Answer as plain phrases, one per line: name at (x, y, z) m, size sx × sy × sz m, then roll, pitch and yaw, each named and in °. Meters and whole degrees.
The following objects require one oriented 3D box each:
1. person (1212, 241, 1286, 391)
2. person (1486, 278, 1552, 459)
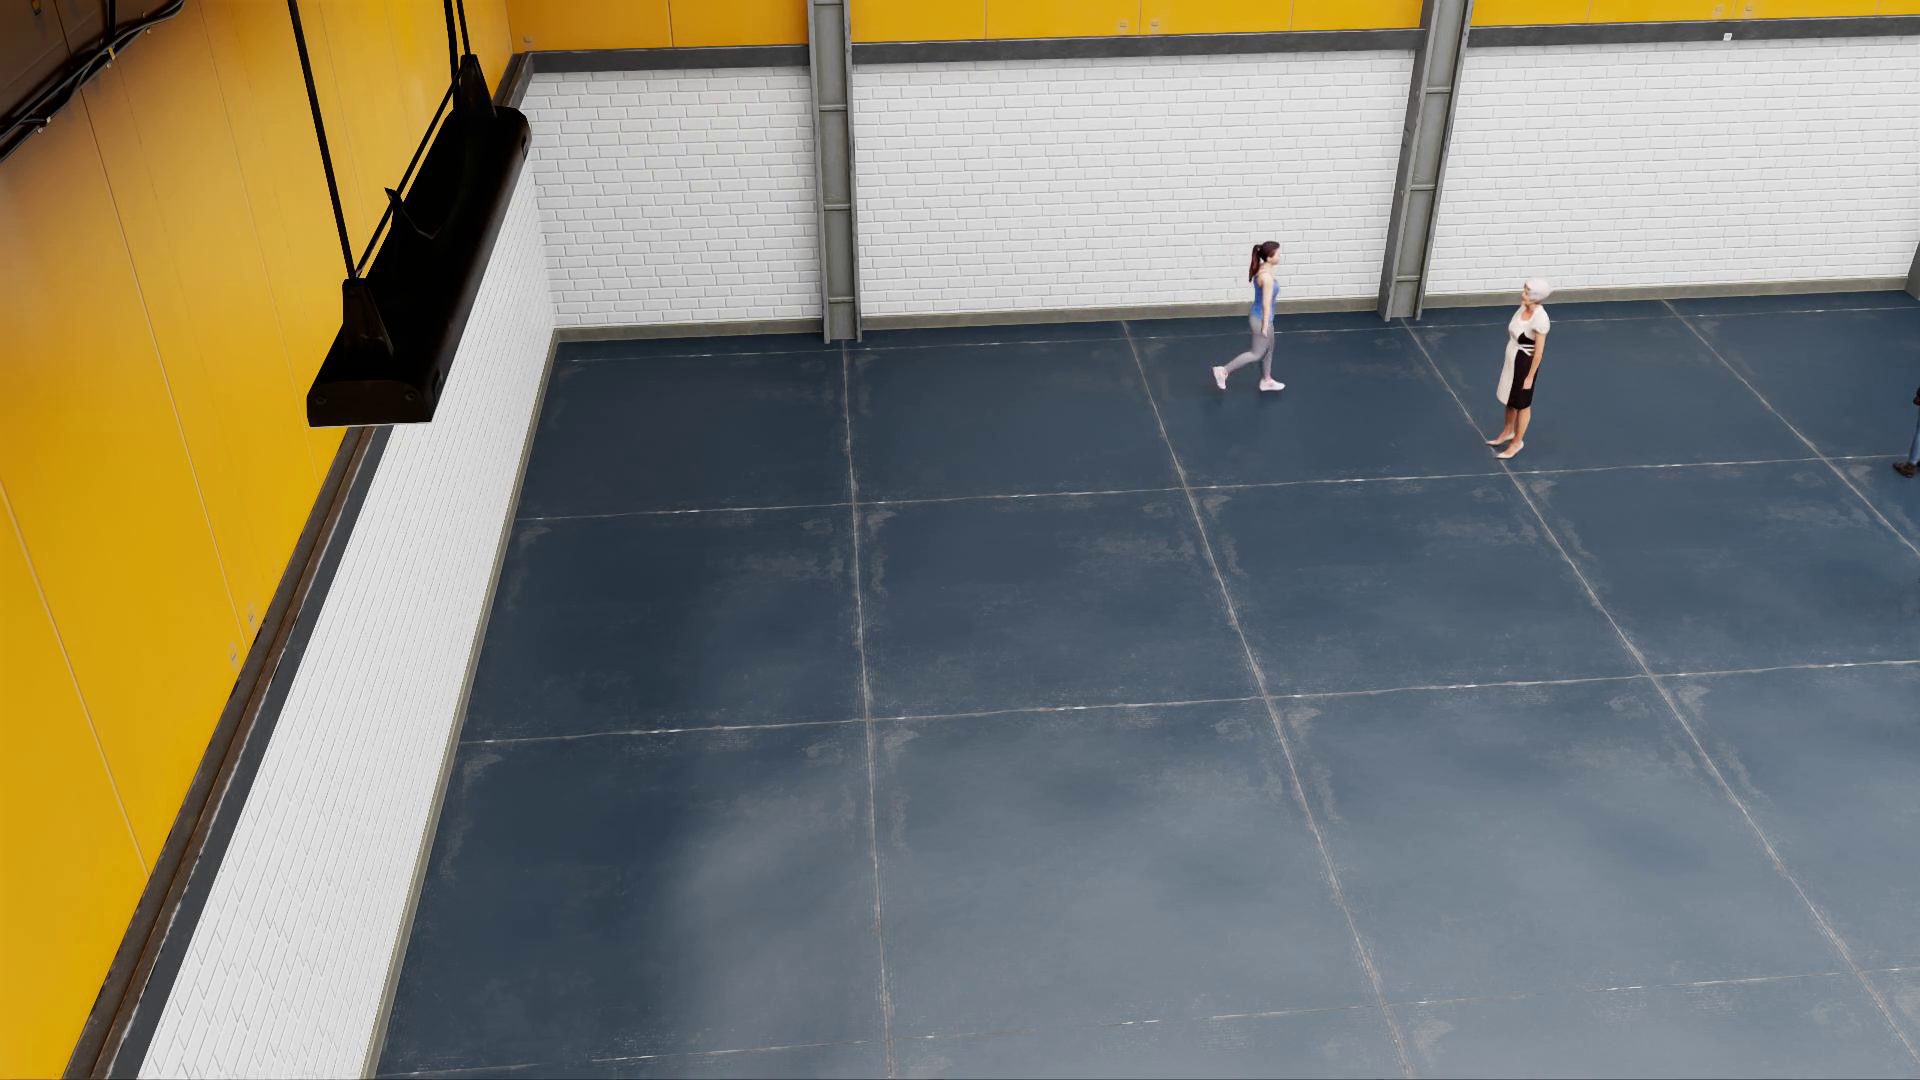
person at (2.844, -2.125, 16.060) m, size 0.985 × 1.591 × 0.617 m, roll 0°, pitch 34°, yaw 0°
person at (5.097, -1.556, 15.057) m, size 0.517 × 1.752 × 0.640 m, roll -4°, pitch 34°, yaw -5°
